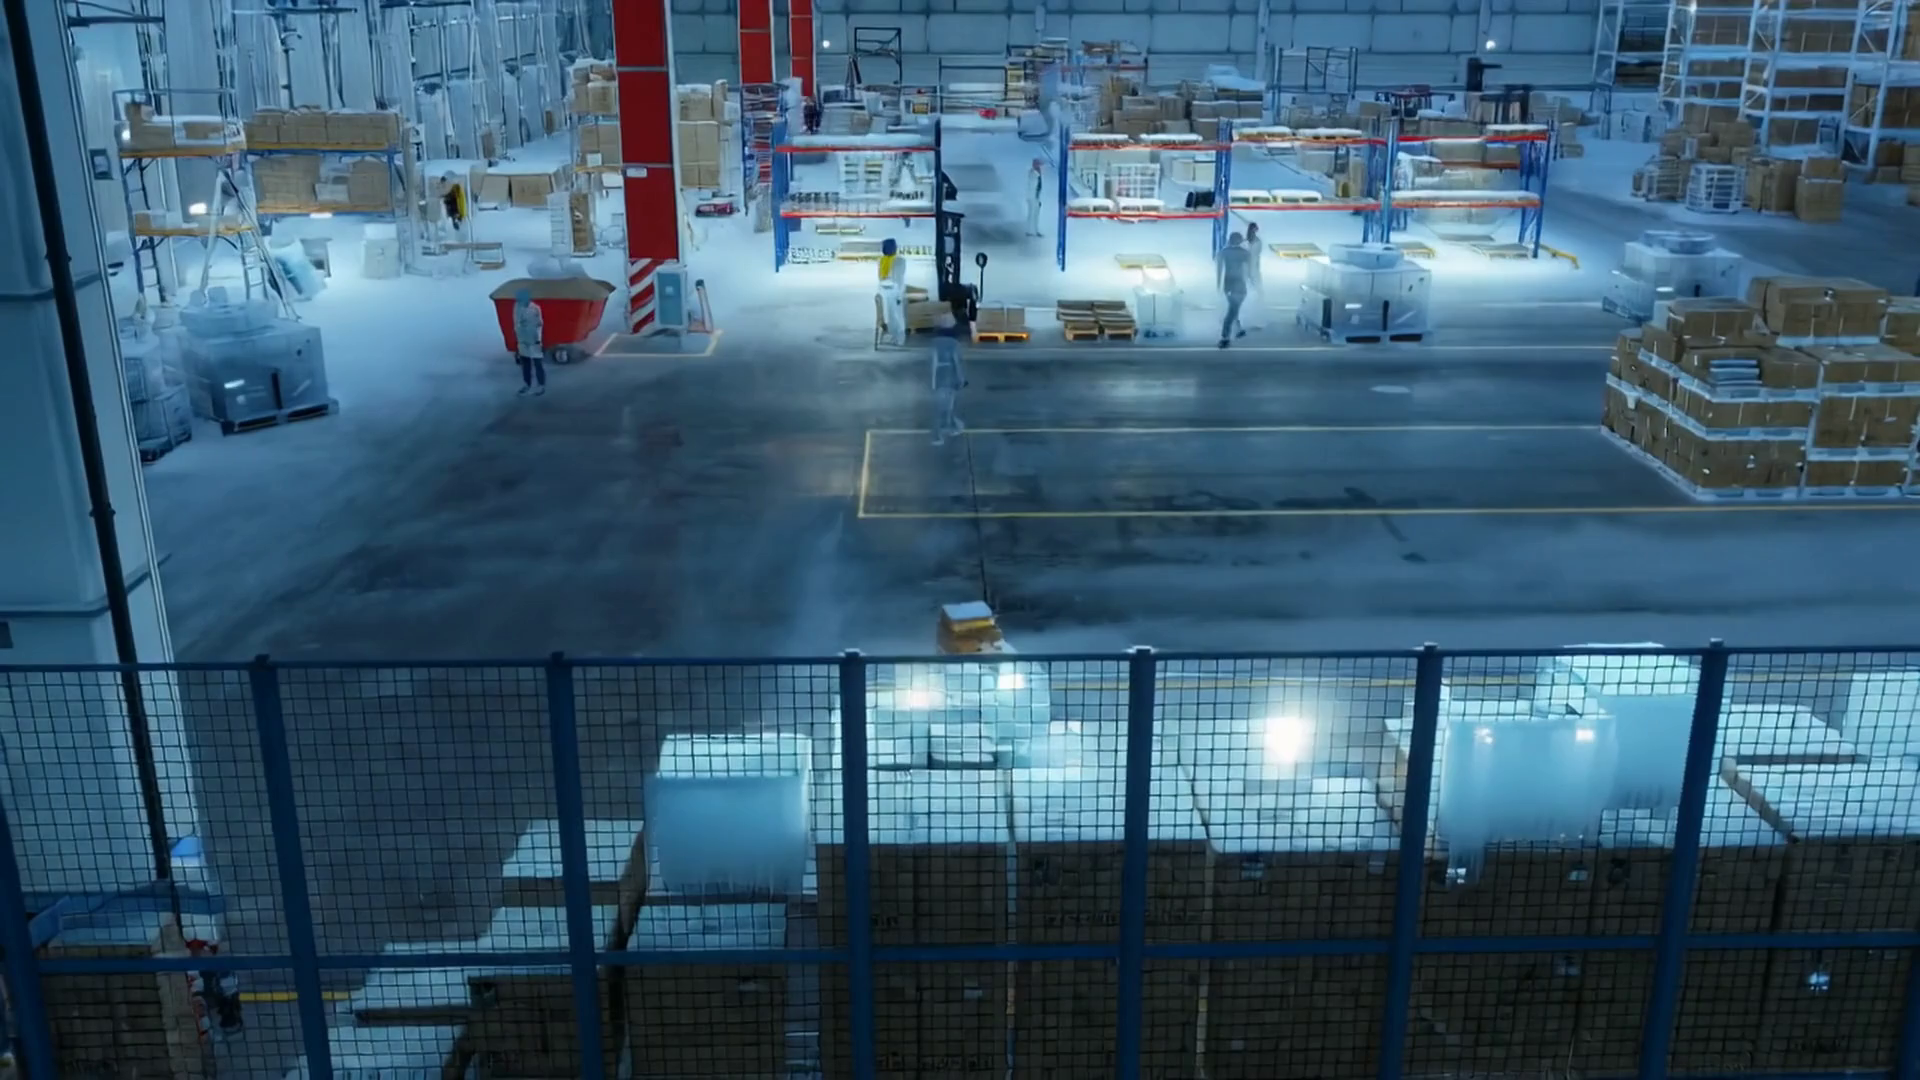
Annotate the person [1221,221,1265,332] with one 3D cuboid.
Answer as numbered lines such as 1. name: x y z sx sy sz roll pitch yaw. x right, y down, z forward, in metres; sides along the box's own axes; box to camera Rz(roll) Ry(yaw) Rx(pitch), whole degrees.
1. person: 4.994 -4.597 28.989 0.723 1.923 0.635 17 25 42

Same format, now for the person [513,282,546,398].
1. person: -6.338 -2.937 24.407 0.542 1.695 0.316 10 21 27

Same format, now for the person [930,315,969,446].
1. person: -0.151 -2.129 22.005 0.484 1.696 0.916 13 23 35

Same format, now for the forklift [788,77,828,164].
1. forklift: -5.414 -13.916 55.155 1.873 2.768 1.129 -6 19 -16

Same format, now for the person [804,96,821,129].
1. person: -5.433 -15.434 61.291 0.583 1.824 1.014 -13 23 -34

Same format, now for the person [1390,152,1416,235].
1. person: 10.677 -8.358 40.075 0.606 1.966 0.367 -15 24 -37

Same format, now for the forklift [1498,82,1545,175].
1. forklift: 17.395 -12.933 52.237 1.129 2.768 1.873 -10 21 -26

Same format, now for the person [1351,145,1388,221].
1. person: 10.566 -9.120 42.471 1.014 1.878 0.568 15 24 37

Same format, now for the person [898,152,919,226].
1. person: -1.319 -8.725 41.383 0.525 1.827 0.744 7 20 19

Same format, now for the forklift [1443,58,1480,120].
1. forklift: 21.021 -18.416 68.505 1.873 2.768 1.129 10 21 28

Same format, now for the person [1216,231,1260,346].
1. person: 4.639 -4.234 27.983 0.648 1.877 0.992 16 24 39

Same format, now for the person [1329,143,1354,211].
1. person: 10.138 -9.707 44.148 0.591 1.921 0.392 16 24 39

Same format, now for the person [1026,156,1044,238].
1. person: 1.793 -8.146 39.506 0.370 1.925 0.594 -8 20 -22

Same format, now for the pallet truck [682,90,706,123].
1. pallet truck: -9.671 -15.907 62.421 0.823 1.965 1.885 5 19 15

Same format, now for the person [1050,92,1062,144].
1. person: 3.633 -15.721 61.992 0.660 1.916 0.631 -5 19 -15

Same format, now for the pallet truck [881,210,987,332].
1. pallet truck: -0.493 -4.759 29.349 1.885 1.965 0.823 -13 23 -34

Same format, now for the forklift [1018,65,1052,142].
1. forklift: 3.207 -16.537 62.930 1.873 2.768 1.129 -3 19 -8

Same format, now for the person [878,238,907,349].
1. person: -1.140 -4.103 27.666 0.430 1.835 0.623 -16 24 -39

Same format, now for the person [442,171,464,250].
1. person: -11.052 -7.086 36.345 0.378 1.938 0.547 -4 19 -10

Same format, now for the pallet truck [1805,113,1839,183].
1. pallet truck: 26.403 -11.957 50.702 0.823 1.965 1.885 6 19 16
